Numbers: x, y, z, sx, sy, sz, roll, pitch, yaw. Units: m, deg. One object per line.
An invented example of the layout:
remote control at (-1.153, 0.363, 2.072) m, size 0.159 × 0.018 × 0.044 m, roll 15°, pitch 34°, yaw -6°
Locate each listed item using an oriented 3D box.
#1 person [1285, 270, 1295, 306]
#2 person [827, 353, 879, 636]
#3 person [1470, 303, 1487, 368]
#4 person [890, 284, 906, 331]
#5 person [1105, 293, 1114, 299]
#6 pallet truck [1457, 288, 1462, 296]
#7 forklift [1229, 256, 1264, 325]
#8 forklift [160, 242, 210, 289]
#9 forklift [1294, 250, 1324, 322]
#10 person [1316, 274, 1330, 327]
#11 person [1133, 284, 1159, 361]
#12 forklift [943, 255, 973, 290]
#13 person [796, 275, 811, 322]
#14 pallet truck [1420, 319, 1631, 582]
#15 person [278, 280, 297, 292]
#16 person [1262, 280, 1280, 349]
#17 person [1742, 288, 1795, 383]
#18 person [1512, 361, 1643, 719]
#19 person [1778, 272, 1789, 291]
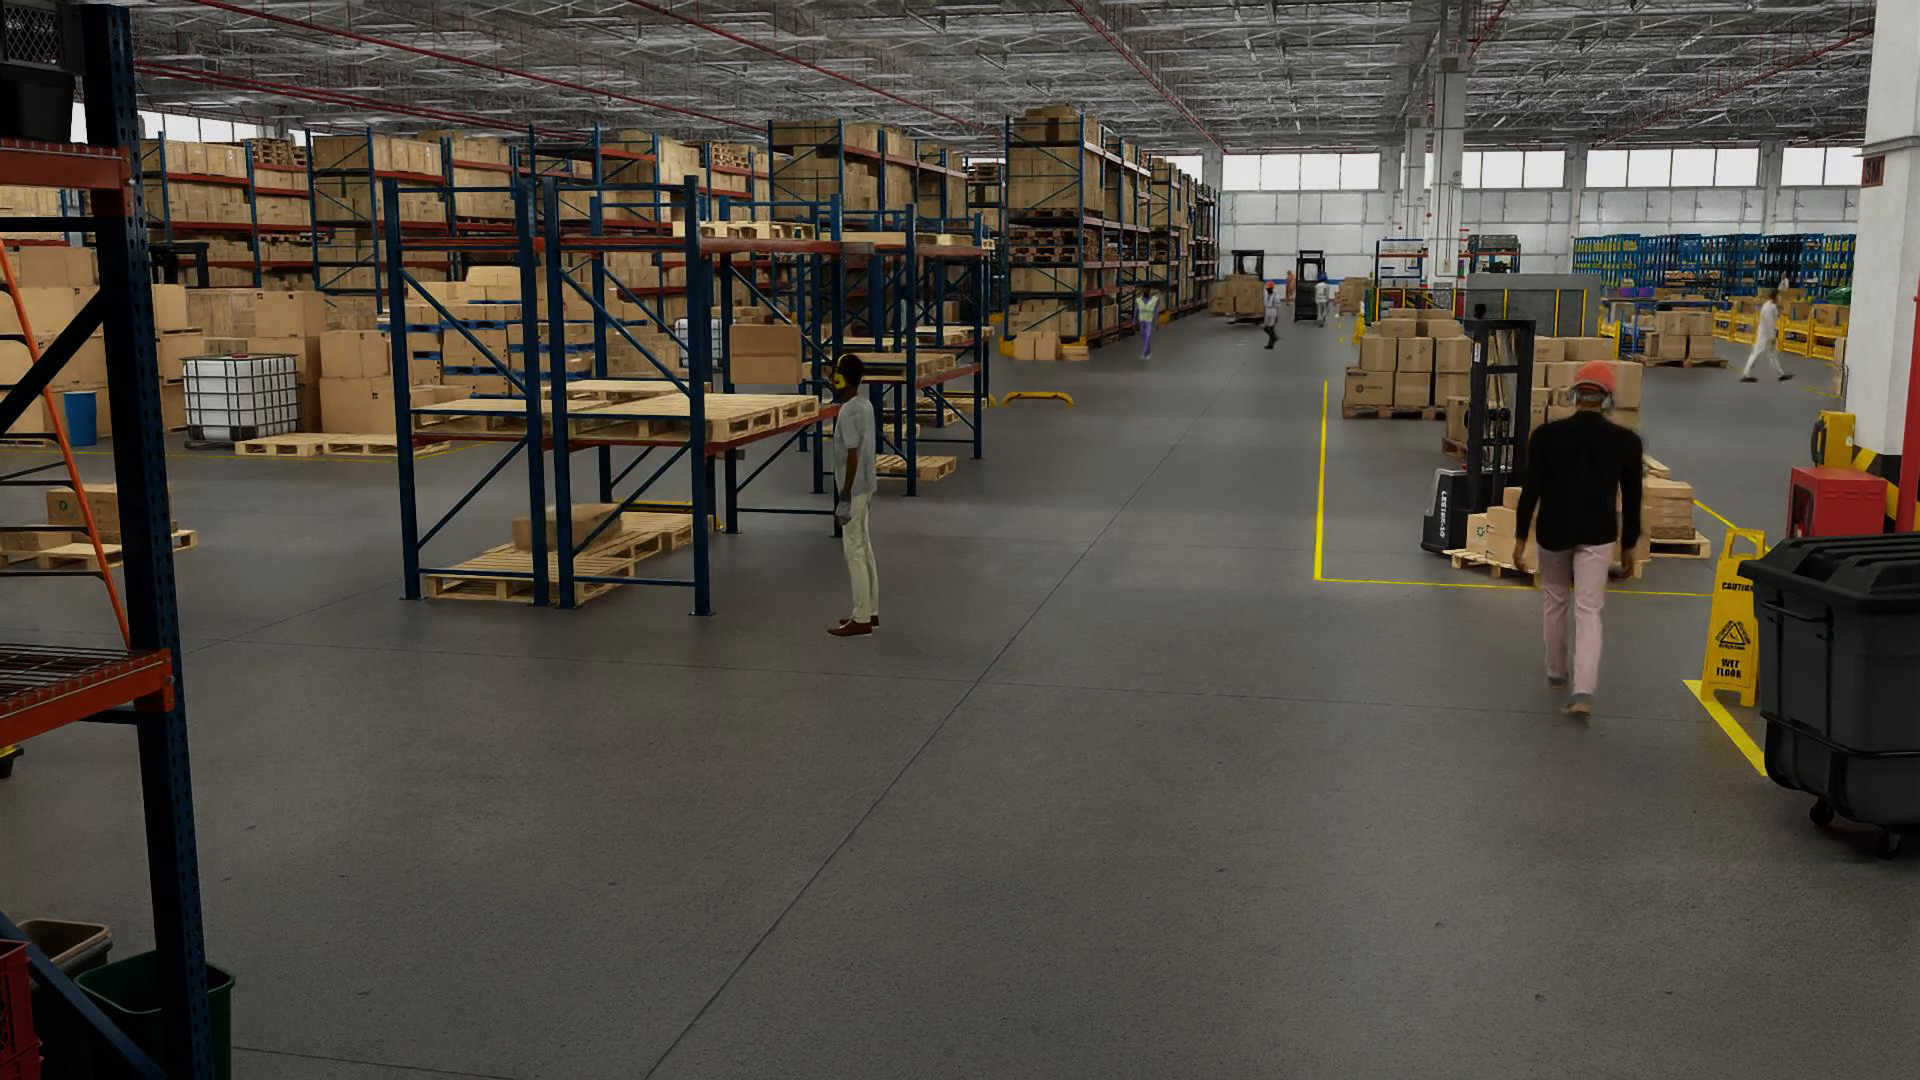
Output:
person at (17.423, -13.273, 87.717) m, size 0.673 × 1.891 × 0.518 m, roll -5°, pitch 11°, yaw -29°
person at (-0.709, -0.292, 10.938) m, size 0.312 × 1.864 × 0.535 m, roll 2°, pitch 10°, yaw 12°
person at (9.510, -3.476, 30.296) m, size 0.449 × 1.687 × 0.538 m, roll 2°, pitch 10°, yaw 13°
person at (-1.238, -4.671, 36.680) m, size 0.852 × 1.931 × 0.605 m, roll 6°, pitch 11°, yaw 32°
person at (5.391, -8.371, 59.378) m, size 0.875 × 1.644 × 0.553 m, roll -2°, pitch 10°, yaw -13°
pallet truck at (20.506, -9.785, 68.819) m, size 0.653 × 1.274 × 1.630 m, roll 2°, pitch 10°, yaw 12°
forklift at (10.850, -9.477, 62.325) m, size 1.129 × 2.768 × 1.873 m, roll 3°, pitch 10°, yaw 19°
forklift at (-16.063, -4.810, 34.690) m, size 1.129 × 2.768 × 1.873 m, roll 2°, pitch 10°, yaw 12°
forklift at (13.778, -10.002, 65.433) m, size 1.129 × 2.768 × 1.873 m, roll 2°, pitch 10°, yaw 12°
person at (13.190, -8.691, 60.466) m, size 0.605 × 1.933 × 0.431 m, roll 9°, pitch 13°, yaw 43°
person at (4.591, -5.361, 40.919) m, size 0.604 × 1.883 × 0.949 m, roll 4°, pitch 10°, yaw 24°
forklift at (-0.085, -6.662, 45.658) m, size 1.129 × 2.768 × 1.873 m, roll 2°, pitch 10°, yaw 12°
person at (-6.155, -9.575, 65.880) m, size 0.869 × 1.870 × 0.680 m, roll 2°, pitch 10°, yaw 11°
pallet truck at (4.543, -0.757, 13.299) m, size 0.823 × 1.965 × 1.885 m, roll -4°, pitch 10°, yaw -22°
person at (-19.798, -6.724, 49.018) m, size 0.668 × 1.857 × 0.963 m, roll -2°, pitch 10°, yaw -10°
person at (8.579, -6.215, 45.880) m, size 0.595 × 1.907 × 0.564 m, roll -9°, pitch 13°, yaw -43°
person at (16.185, -4.071, 33.213) m, size 0.994 × 1.892 × 0.656 m, roll 6°, pitch 11°, yaw 31°
person at (3.394, -0.010, 9.149) m, size 0.655 × 1.922 × 1.041 m, roll 4°, pitch 10°, yaw 21°
person at (35.864, -10.711, 72.512) m, size 0.402 × 1.906 × 0.652 m, roll 2°, pitch 10°, yaw 12°
